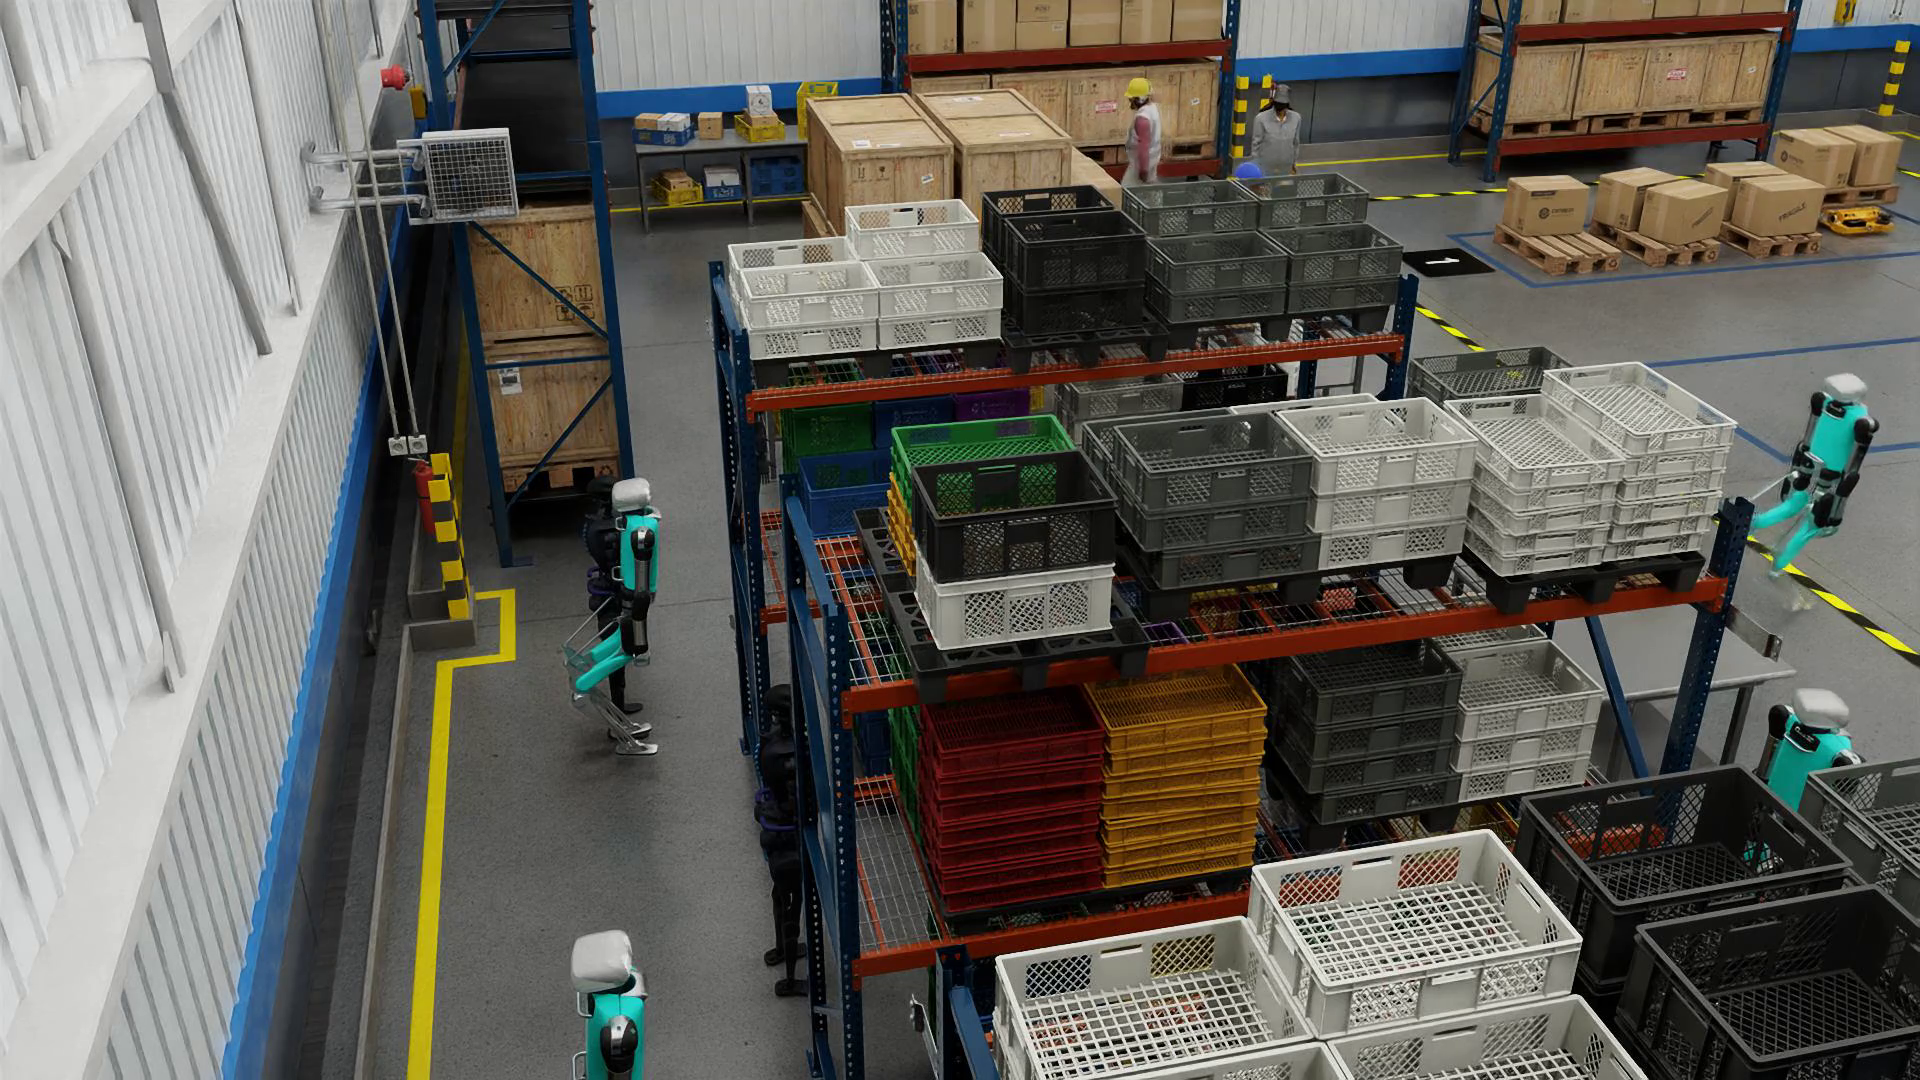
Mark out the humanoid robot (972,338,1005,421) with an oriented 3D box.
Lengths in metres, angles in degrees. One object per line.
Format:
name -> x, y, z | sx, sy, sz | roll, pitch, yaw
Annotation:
humanoid robot -> -0.008, -0.640, 11.541 | 0.735, 1.677, 0.533 | -6, 28, -12

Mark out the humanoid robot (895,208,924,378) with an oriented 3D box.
humanoid robot -> -0.435, -2.127, 14.560 | 0.315, 1.653, 0.599 | -6, 28, -12

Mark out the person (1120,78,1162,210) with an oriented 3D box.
person -> 1.923, -4.225, 18.421 | 0.784, 1.790, 0.617 | 10, 29, 18

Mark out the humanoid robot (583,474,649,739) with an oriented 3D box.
humanoid robot -> -2.031, 0.370, 9.817 | 0.315, 1.657, 0.599 | -6, 28, -12

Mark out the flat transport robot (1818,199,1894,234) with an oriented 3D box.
flat transport robot -> 10.110, -3.883, 19.384 | 0.652, 0.197, 1.431 | -6, 28, -12

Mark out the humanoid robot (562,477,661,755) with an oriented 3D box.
humanoid robot -> -2.017, 0.463, 9.449 | 0.735, 1.677, 0.533 | -6, 28, -12

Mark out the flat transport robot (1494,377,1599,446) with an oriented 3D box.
flat transport robot -> 4.780, -1.036, 14.013 | 0.659, 0.231, 1.431 | -6, 28, -12

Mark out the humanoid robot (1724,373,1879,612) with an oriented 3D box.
humanoid robot -> 5.396, -0.218, 10.949 | 1.022, 1.788, 0.538 | -6, 28, -11

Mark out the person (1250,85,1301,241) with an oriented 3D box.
person -> 3.436, -4.114, 18.247 | 0.561, 1.763, 0.401 | -6, 28, -11

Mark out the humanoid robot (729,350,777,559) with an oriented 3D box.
humanoid robot -> -1.480, -0.686, 11.827 | 0.315, 1.653, 0.599 | -6, 28, -12

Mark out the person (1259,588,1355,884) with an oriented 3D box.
person -> 1.677, 1.130, 8.002 | 0.379, 2.045, 0.604 | -6, 28, -11

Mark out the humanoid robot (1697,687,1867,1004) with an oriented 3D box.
humanoid robot -> 3.555, 1.449, 7.584 | 0.735, 1.673, 0.533 | -6, 28, -12

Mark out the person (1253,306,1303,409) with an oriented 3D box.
person -> 2.397, -1.221, 12.628 | 0.355, 1.886, 0.572 | -6, 28, -11

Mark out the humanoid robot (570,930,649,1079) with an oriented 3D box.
humanoid robot -> -1.472, 2.196, 6.162 | 0.735, 1.677, 0.533 | -6, 28, -12

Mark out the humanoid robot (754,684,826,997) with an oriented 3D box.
humanoid robot -> -0.804, 1.394, 7.880 | 0.315, 1.653, 0.599 | -6, 28, -12

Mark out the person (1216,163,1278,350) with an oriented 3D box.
person -> 2.527, -2.408, 14.838 | 0.676, 1.917, 0.627 | -23, 36, -37
